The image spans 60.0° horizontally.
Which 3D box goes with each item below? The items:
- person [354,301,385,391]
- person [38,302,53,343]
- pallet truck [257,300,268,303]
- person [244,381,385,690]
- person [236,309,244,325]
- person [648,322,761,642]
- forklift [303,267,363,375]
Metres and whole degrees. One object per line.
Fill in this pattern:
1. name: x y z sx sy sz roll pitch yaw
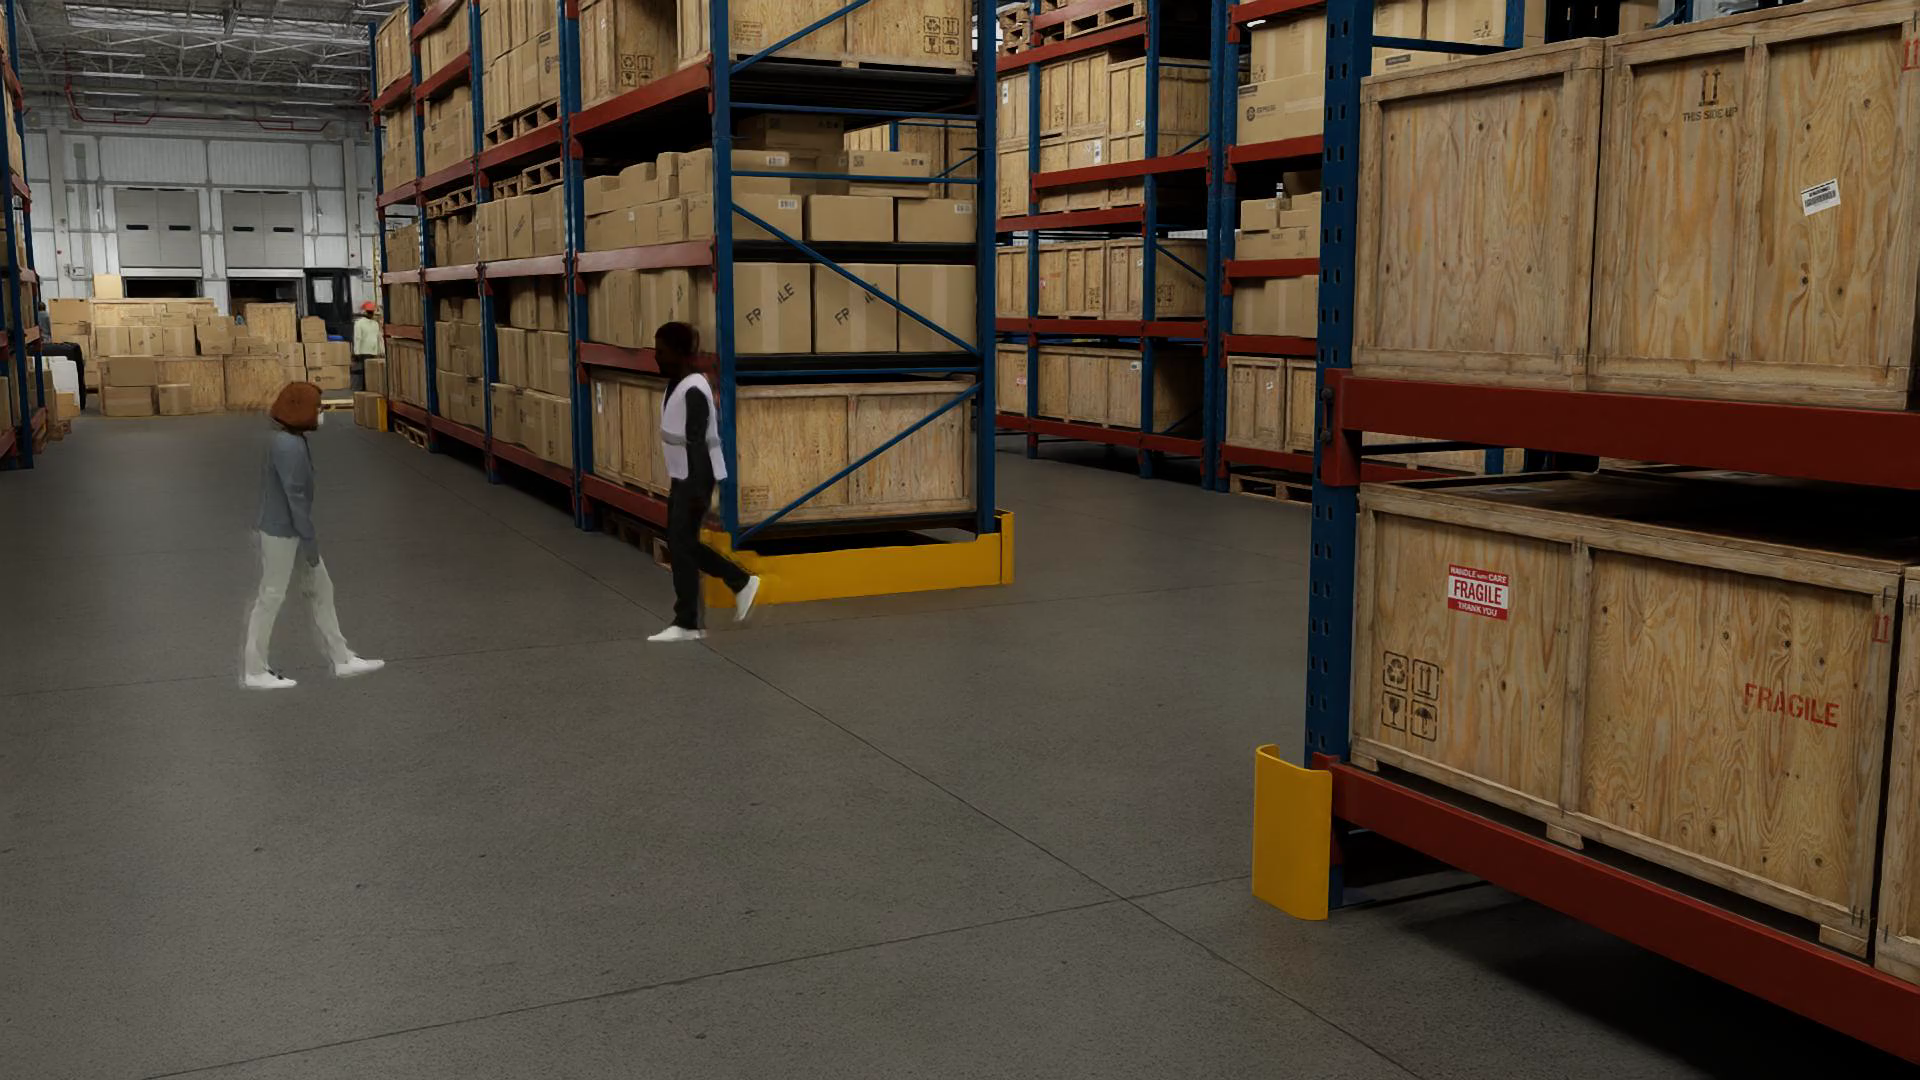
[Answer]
1. person: -11.220 -3.573 31.843 0.797 1.964 0.641 3 9 19
2. person: -26.143 -5.818 47.438 0.627 1.941 0.371 1 8 5
3. pallet truck: -23.913 -7.404 58.171 1.885 1.965 0.823 -1 8 -9
4. person: -3.378 -0.020 8.617 0.787 1.593 0.530 -2 9 -15
5. person: -27.173 -7.896 62.807 0.314 1.636 0.515 -3 9 -23
6. person: -1.542 -0.346 9.891 0.645 1.899 0.612 -3 9 -22
7. forklift: -16.290 -5.598 42.694 1.129 2.768 1.873 1 8 7
